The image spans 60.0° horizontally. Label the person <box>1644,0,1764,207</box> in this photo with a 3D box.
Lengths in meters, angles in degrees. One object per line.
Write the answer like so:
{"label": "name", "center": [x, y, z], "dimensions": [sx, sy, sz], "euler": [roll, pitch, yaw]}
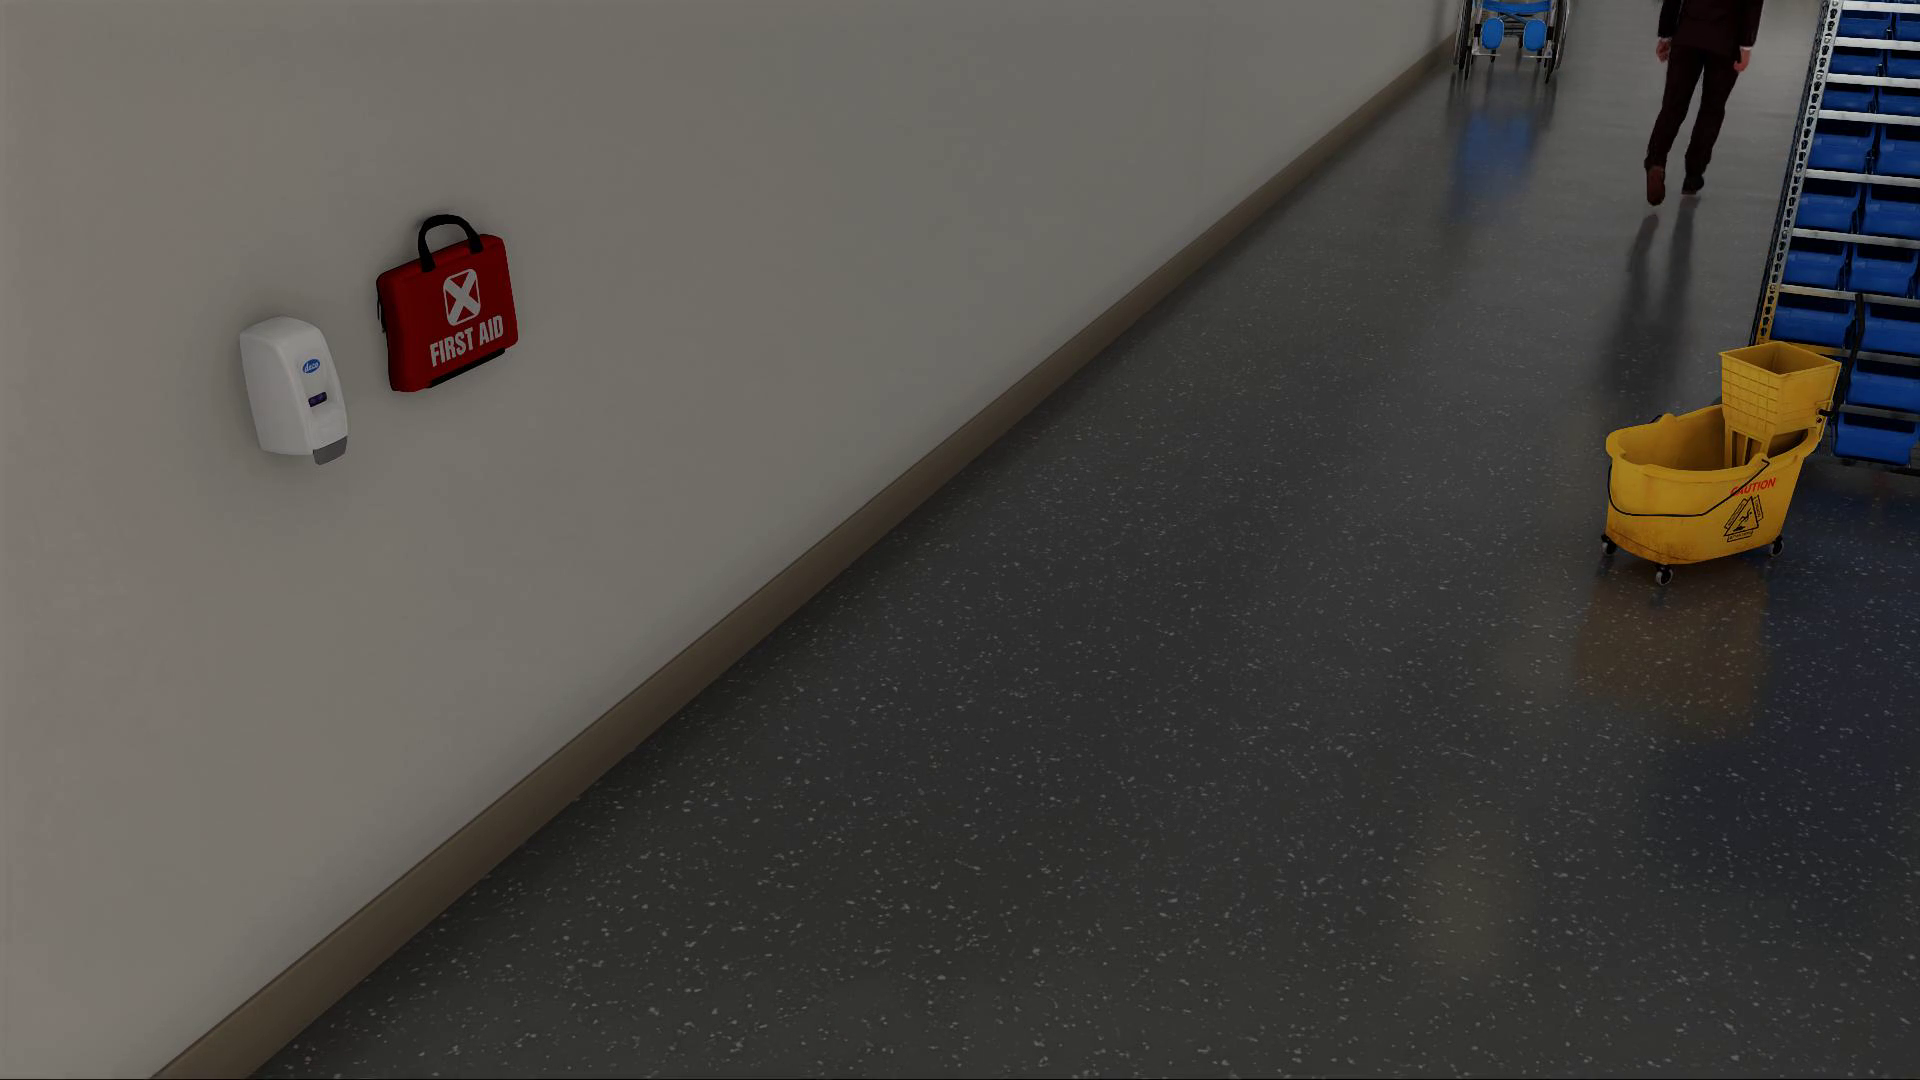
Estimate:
{"label": "person", "center": [4.194, -2.809, 9.366], "dimensions": [1.091, 1.841, 0.860], "euler": [16, 30, 30]}
